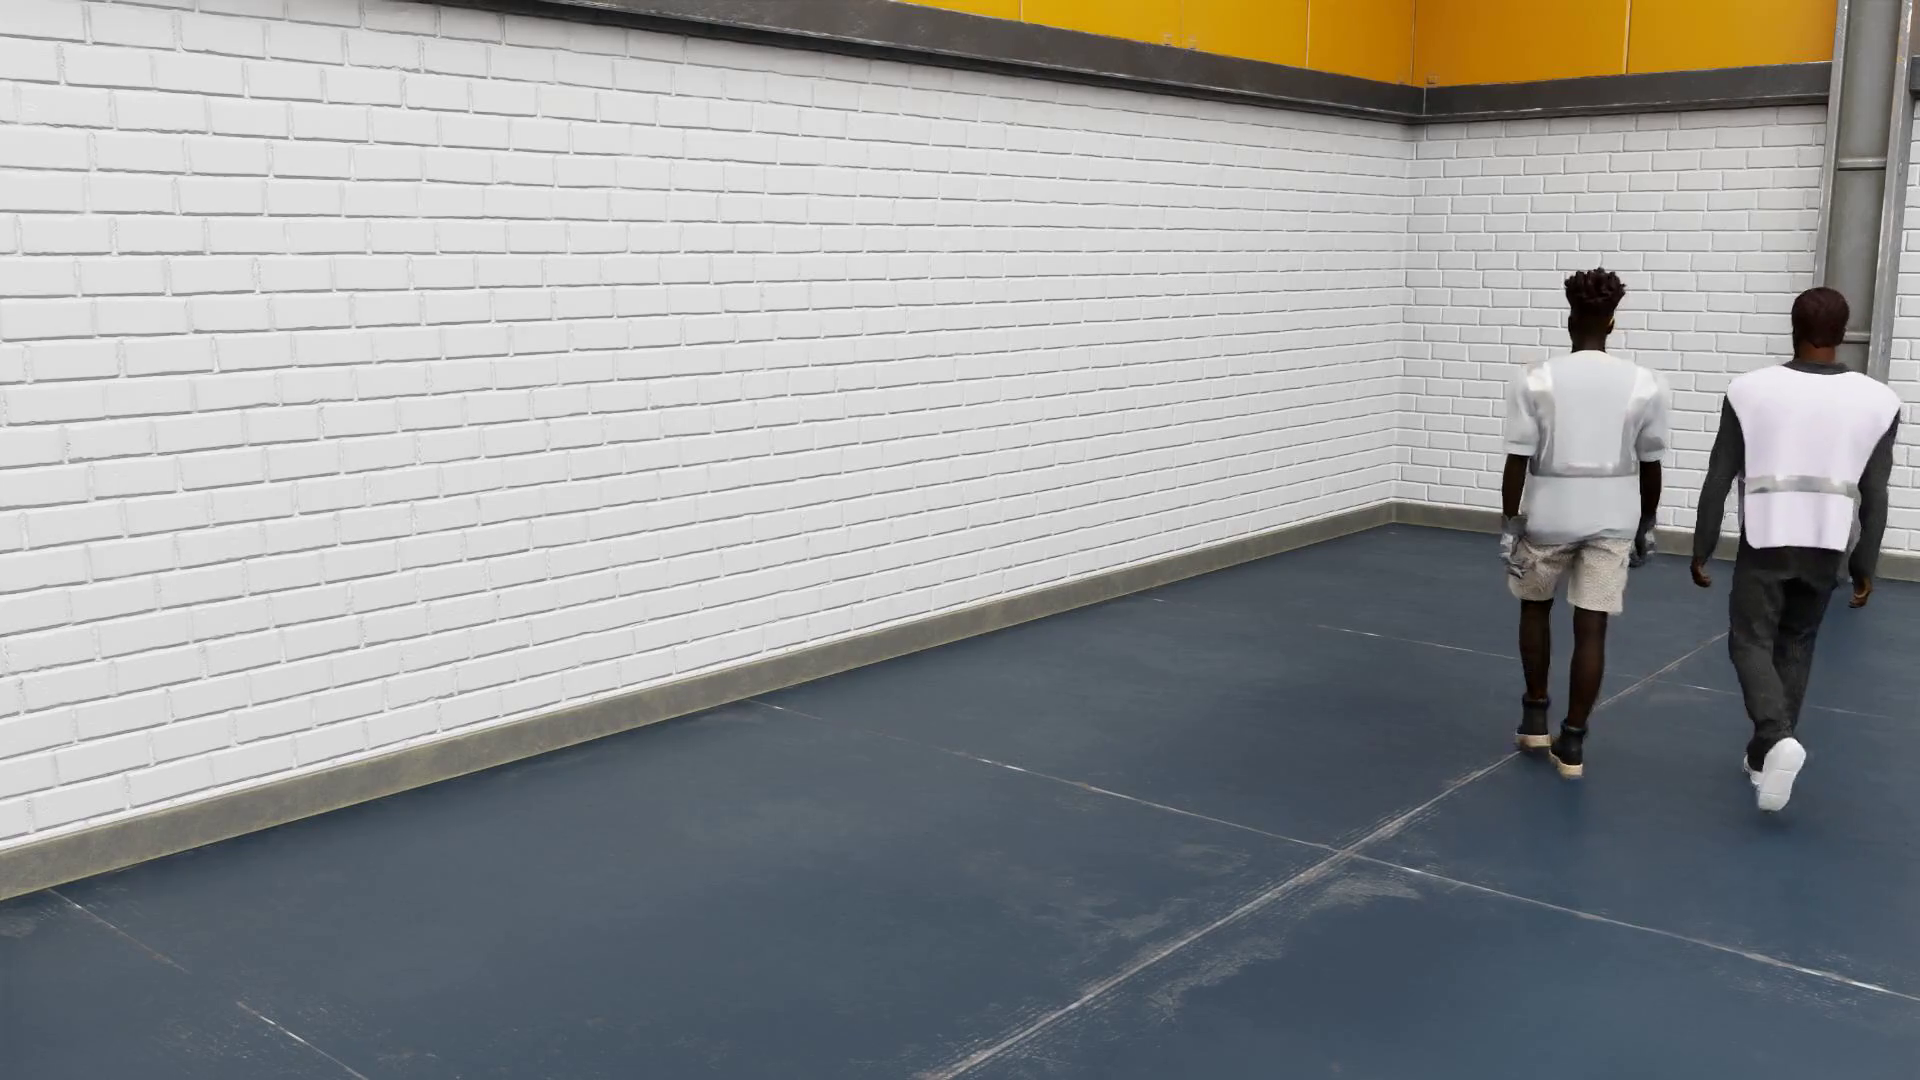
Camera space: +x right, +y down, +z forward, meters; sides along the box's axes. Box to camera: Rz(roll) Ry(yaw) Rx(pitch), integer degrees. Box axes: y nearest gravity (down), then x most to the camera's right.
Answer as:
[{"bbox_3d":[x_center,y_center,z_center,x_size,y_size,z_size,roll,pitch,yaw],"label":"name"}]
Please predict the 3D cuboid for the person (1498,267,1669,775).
[{"bbox_3d":[2.418,-0.084,6.520,0.618,1.939,0.664,2,10,13],"label":"person"}]

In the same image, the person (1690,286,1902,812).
[{"bbox_3d":[3.011,0.040,5.993,0.649,1.885,0.791,2,10,13],"label":"person"}]
